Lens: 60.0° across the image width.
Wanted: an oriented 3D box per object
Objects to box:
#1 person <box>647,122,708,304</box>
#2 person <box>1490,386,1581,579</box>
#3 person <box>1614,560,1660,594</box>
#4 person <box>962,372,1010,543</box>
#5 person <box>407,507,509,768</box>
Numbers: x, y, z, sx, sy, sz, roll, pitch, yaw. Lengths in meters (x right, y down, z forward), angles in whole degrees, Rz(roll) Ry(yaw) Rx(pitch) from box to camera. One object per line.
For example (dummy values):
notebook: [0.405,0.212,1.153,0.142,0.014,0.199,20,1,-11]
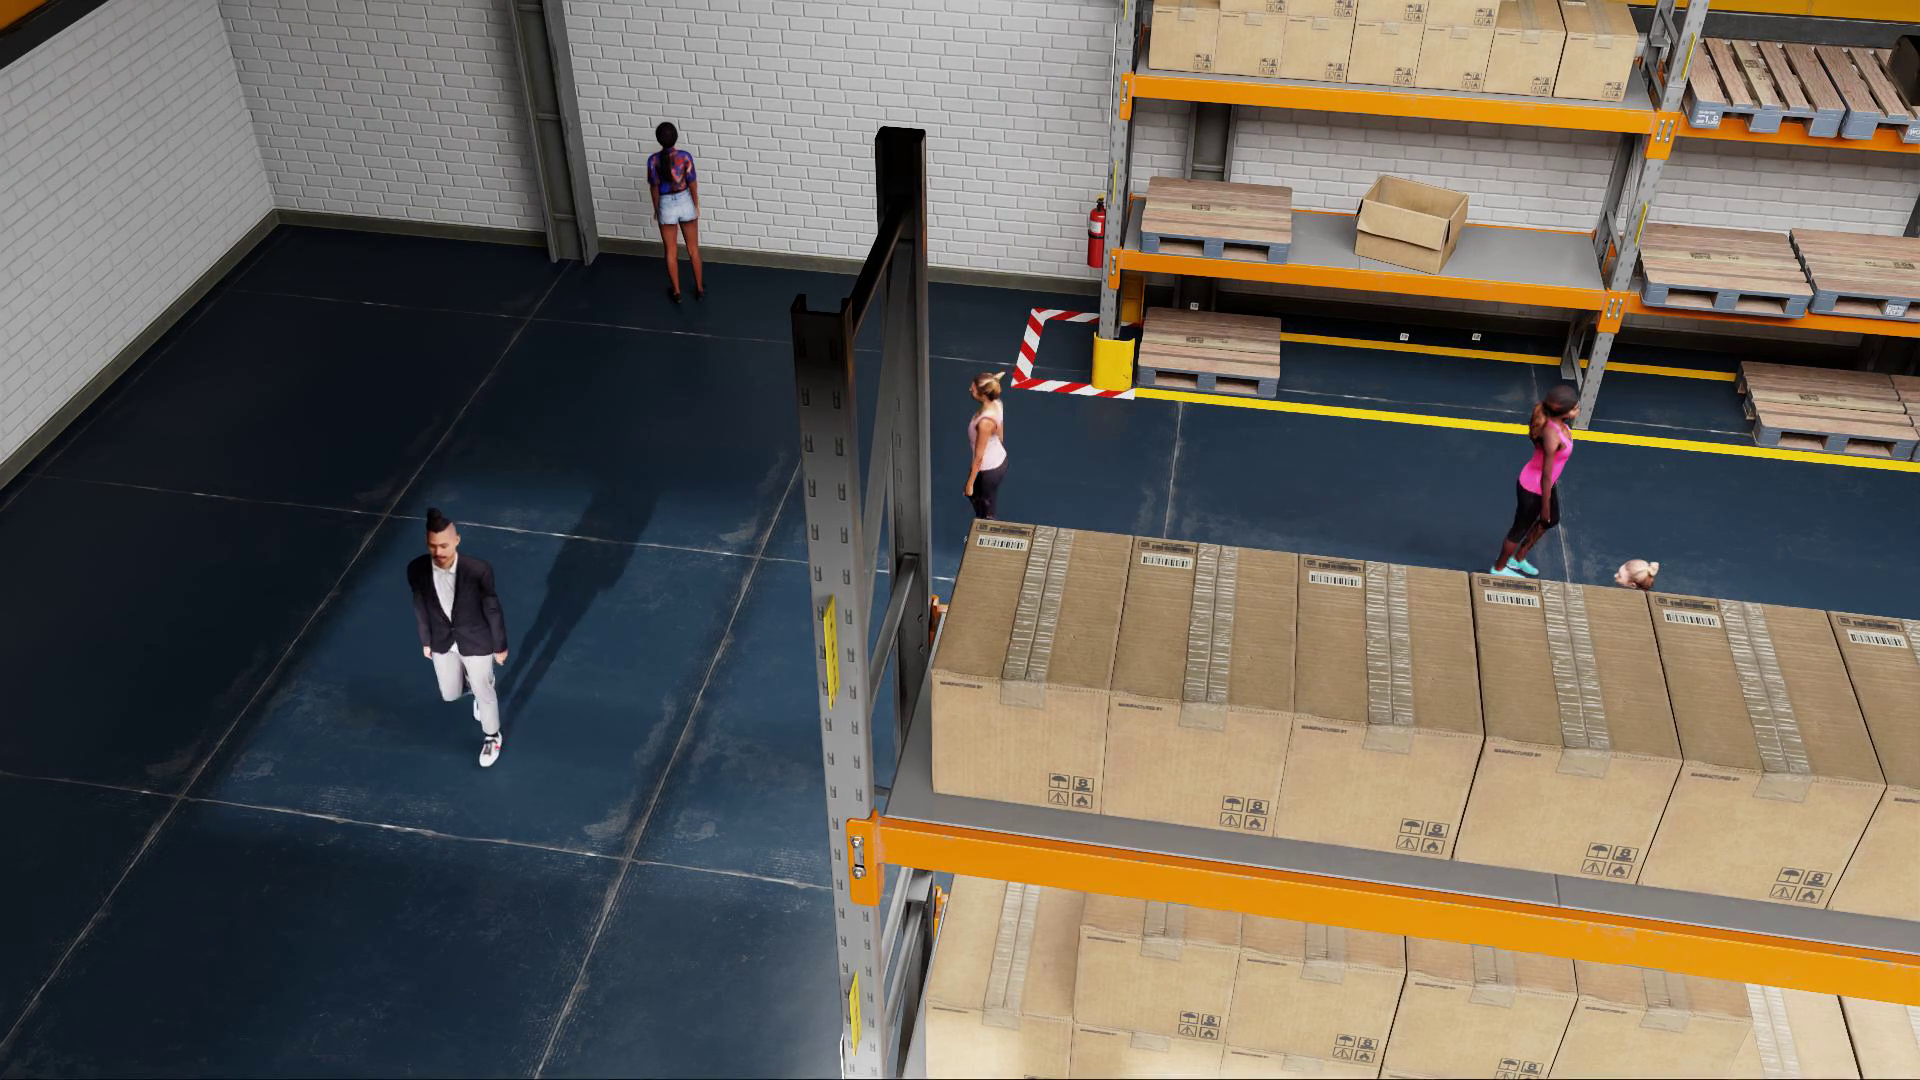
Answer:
person: [-2.567,-2.967,15.046,0.586,1.743,0.722,-8,39,-10]
person: [4.017,-0.395,11.849,0.665,1.712,0.649,14,41,17]
person: [4.083,0.793,10.376,0.903,1.694,0.766,17,42,20]
person: [0.294,-0.517,12.062,0.593,1.637,0.596,10,40,12]
person: [-3.115,0.539,10.494,0.798,1.944,0.831,2,39,3]
